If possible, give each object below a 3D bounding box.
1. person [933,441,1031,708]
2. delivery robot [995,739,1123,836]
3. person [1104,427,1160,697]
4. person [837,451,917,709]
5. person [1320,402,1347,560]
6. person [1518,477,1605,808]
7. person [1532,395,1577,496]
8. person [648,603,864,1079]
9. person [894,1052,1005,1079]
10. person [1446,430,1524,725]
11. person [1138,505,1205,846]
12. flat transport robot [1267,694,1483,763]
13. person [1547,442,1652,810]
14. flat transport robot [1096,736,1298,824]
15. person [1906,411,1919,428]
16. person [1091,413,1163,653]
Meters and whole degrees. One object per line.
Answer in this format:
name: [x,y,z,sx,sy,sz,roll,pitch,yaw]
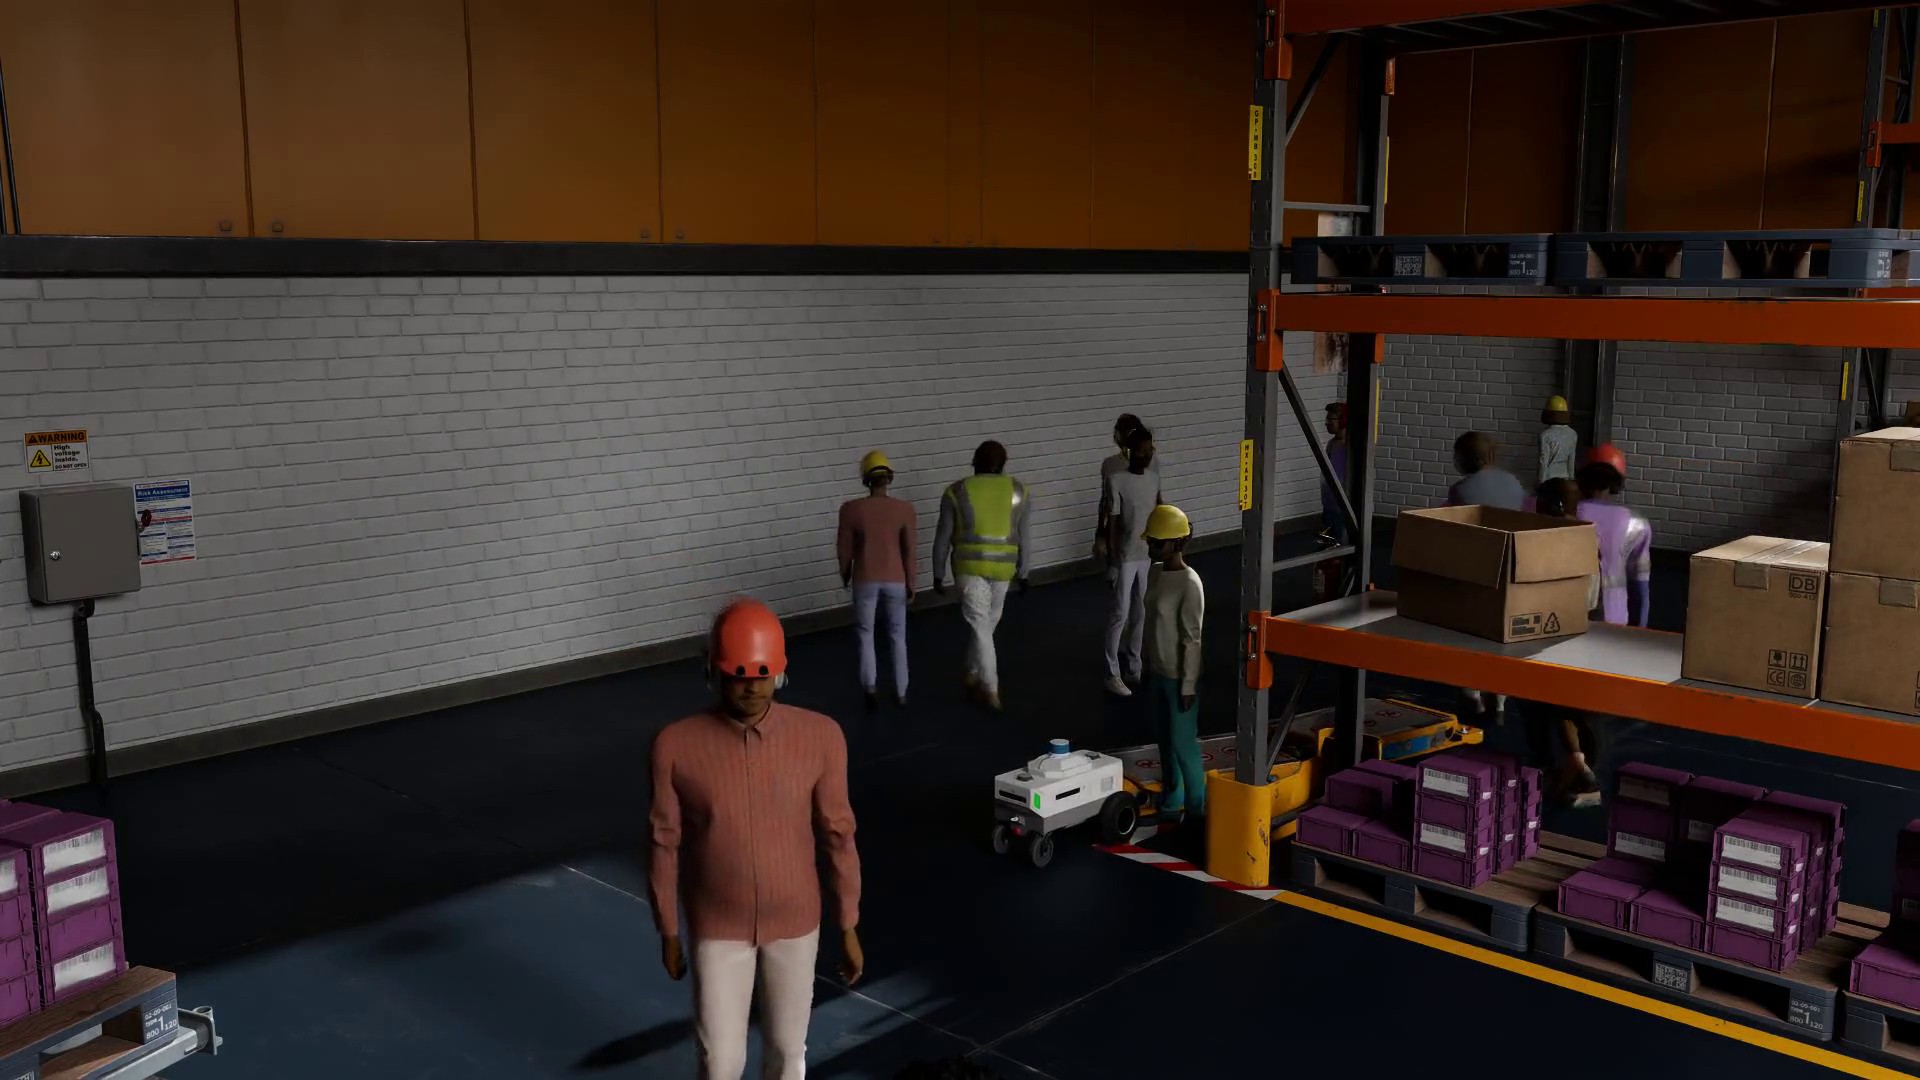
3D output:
person: [0.129,0.210,11.449,0.653,1.768,0.966,-3,10,-17]
delivery robot: [0.504,1.257,8.465,0.707,0.478,0.477,-9,13,-44]
person: [1.212,0.144,11.569,0.535,1.863,0.309,-8,12,-40]
person: [-0.547,0.286,11.089,0.532,1.742,0.522,-1,9,-6]
person: [3.195,-0.231,13.925,0.375,1.843,0.575,-2,9,-10]
person: [3.264,0.570,9.099,0.648,1.814,0.546,0,9,2]
person: [5.704,-0.522,16.023,0.492,1.742,0.321,-5,11,-29]
person: [-0.615,1.156,5.035,0.621,1.977,0.464,-3,10,-16]
person: [-0.008,1.664,2.762,0.318,1.697,0.535,2,9,11]
person: [3.384,0.246,10.787,0.662,1.911,0.469,-4,10,-24]
person: [1.071,0.689,8.566,0.348,1.762,0.531,-3,10,-18]
flat transport robot: [2.462,1.181,10.084,1.431,0.197,0.652,-7,12,-36]
person: [3.487,0.477,9.172,0.667,2.010,0.850,1,9,4]
flat transport robot: [1.242,1.312,9.279,1.431,0.197,0.652,-4,10,-25]
person: [7.466,-0.069,12.872,0.618,1.866,0.582,7,11,36]
person: [1.310,-0.038,12.735,0.570,1.848,0.440,-5,11,-28]
